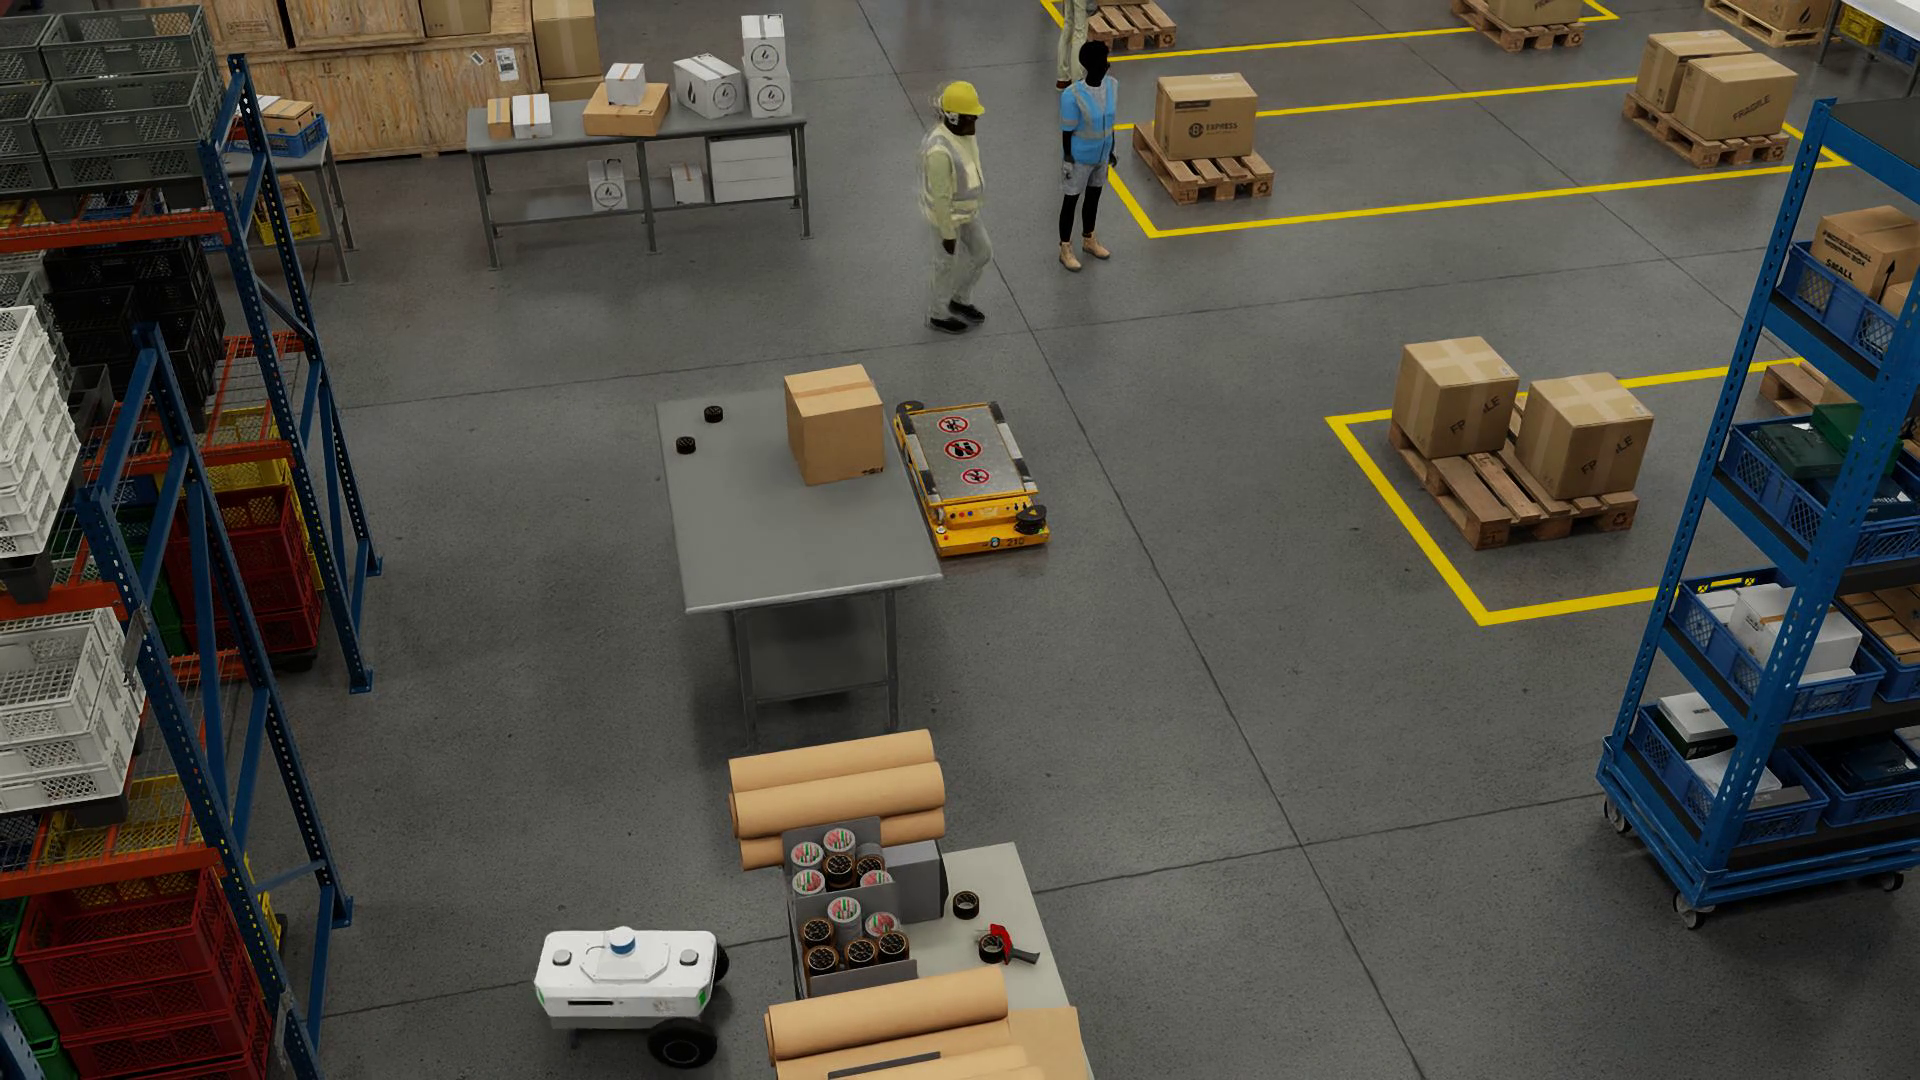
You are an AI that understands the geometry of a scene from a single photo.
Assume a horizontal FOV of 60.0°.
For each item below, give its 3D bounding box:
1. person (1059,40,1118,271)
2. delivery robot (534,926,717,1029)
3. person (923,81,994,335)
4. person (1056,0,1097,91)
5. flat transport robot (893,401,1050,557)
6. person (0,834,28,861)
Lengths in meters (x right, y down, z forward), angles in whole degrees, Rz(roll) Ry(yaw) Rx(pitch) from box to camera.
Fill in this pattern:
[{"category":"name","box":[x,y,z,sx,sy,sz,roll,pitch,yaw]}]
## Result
[{"category":"person","box":[0.938,-2.808,12.117,0.531,1.697,0.320,-26,44,-30]},{"category":"delivery robot","box":[-1.363,1.783,6.823,0.707,0.478,0.477,0,37,0]},{"category":"person","box":[0.006,-2.214,11.219,0.505,1.812,0.631,12,38,16]},{"category":"person","box":[1.060,-4.876,14.761,0.331,1.865,0.519,-16,40,-21]},{"category":"flat transport robot","box":[0.046,-0.430,10.108,0.652,0.197,1.431,-8,37,-10]},{"category":"person","box":[-4.552,0.632,7.309,0.725,1.911,0.641,2,37,3]}]
